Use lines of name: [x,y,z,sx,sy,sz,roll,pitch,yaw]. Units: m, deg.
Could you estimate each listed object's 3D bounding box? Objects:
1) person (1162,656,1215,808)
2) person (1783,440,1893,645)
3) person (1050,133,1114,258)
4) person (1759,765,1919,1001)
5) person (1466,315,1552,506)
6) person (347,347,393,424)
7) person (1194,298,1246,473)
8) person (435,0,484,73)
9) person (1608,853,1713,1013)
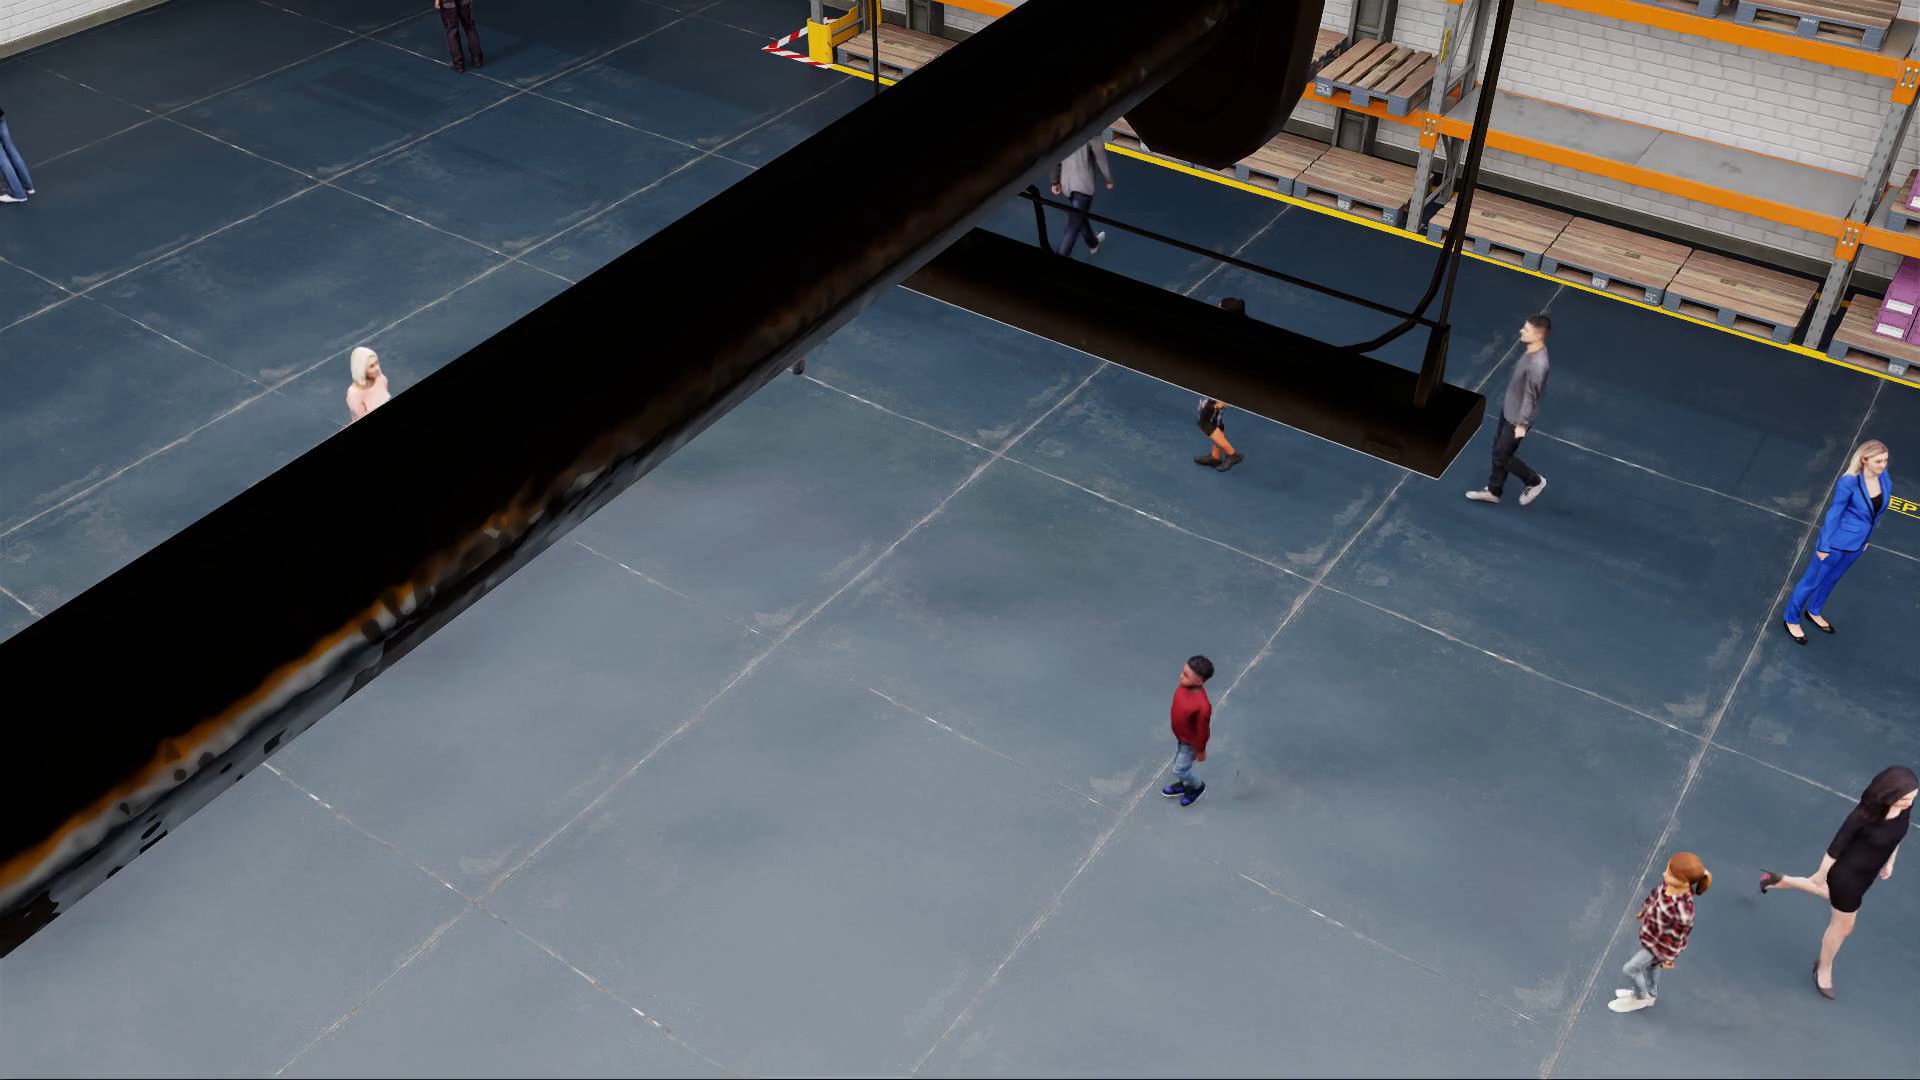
person: [1.560,1.244,10.877,0.655,1.246,0.586,-10,40,-12]
person: [6.392,-0.008,12.080,0.707,1.701,0.718,-16,41,-19]
person: [1.108,-3.402,16.245,1.183,1.807,0.865,29,47,31]
person: [5.116,1.875,9.665,0.936,1.772,1.112,-15,41,-18]
person: [4.532,-0.997,13.276,0.947,1.753,0.833,4,39,5]
person: [-4.617,-0.766,13.041,1.097,1.686,0.764,14,41,17]
person: [2.225,-1.258,13.683,0.720,1.653,0.657,14,41,17]
person: [-6.169,-6.648,20.276,0.724,1.849,0.701,-22,44,-25]
person: [4.093,2.278,9.542,0.635,1.296,0.621,7,39,9]
